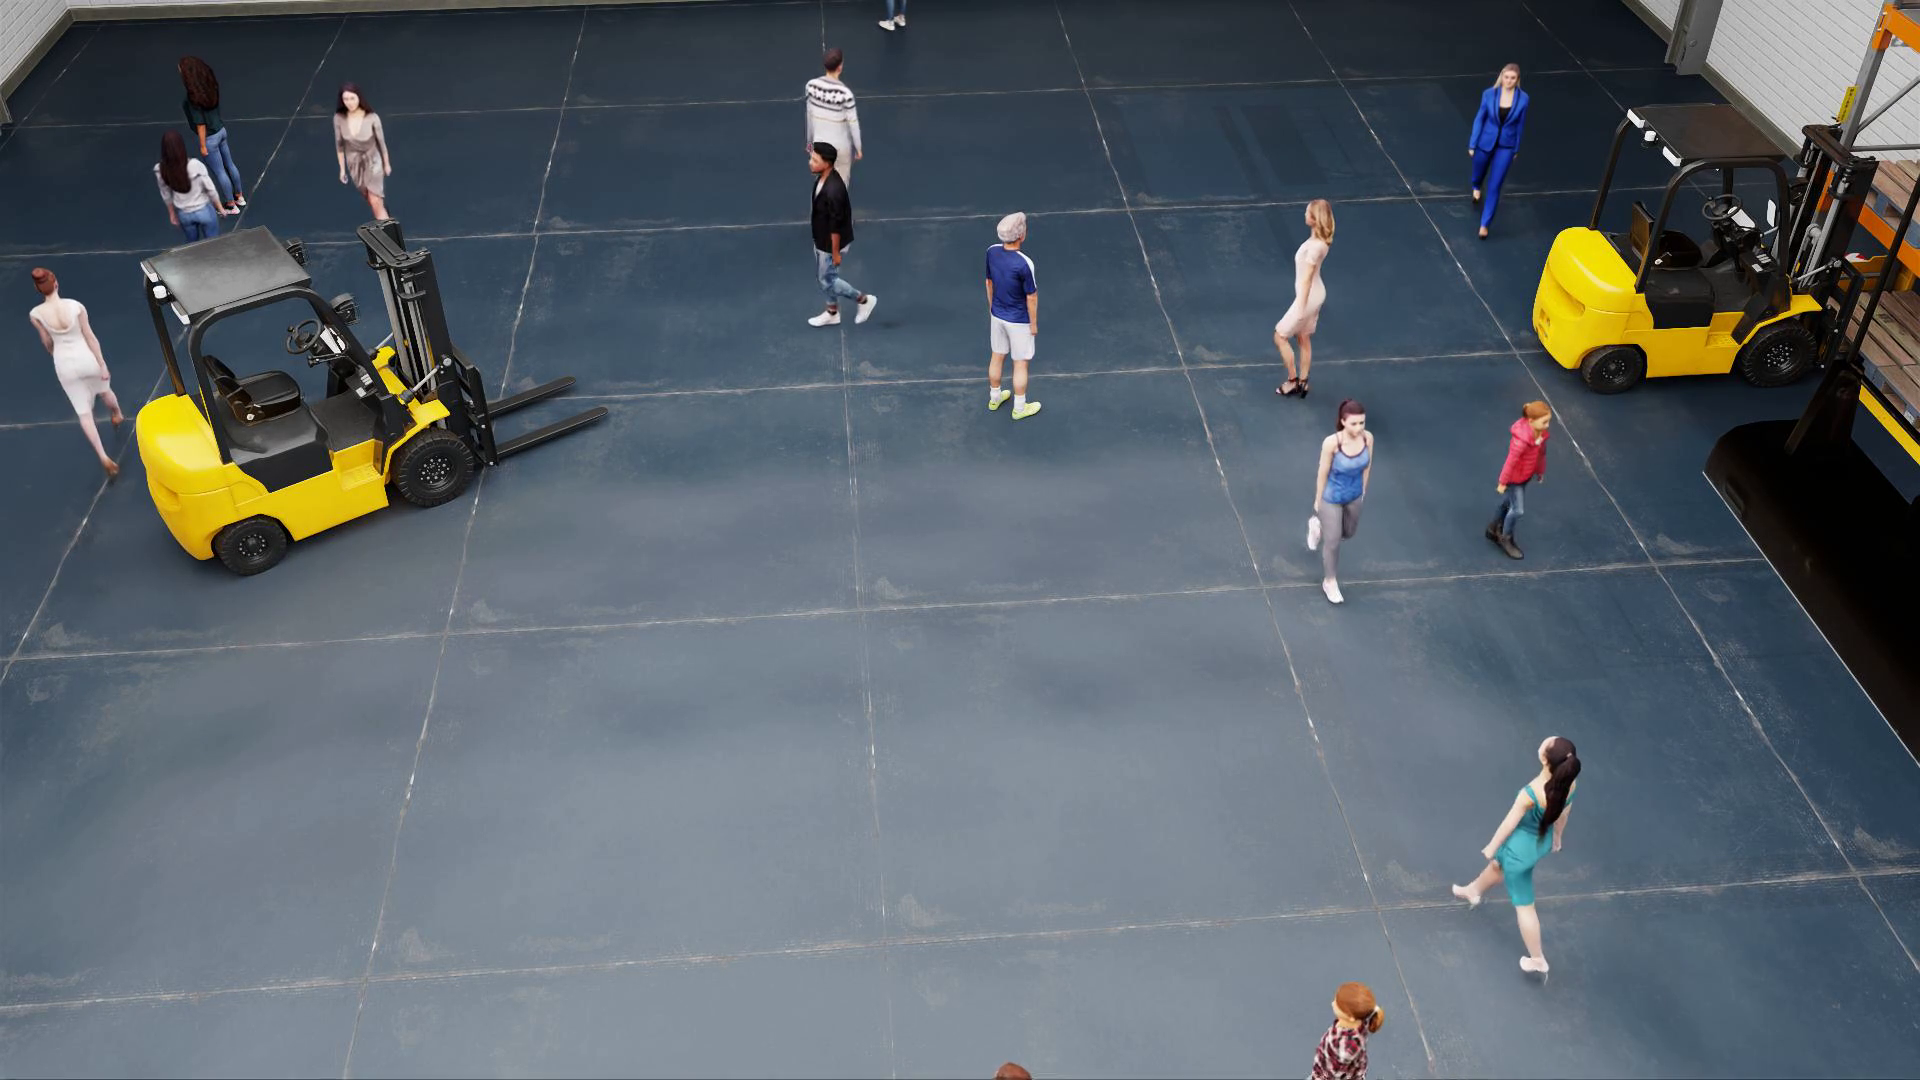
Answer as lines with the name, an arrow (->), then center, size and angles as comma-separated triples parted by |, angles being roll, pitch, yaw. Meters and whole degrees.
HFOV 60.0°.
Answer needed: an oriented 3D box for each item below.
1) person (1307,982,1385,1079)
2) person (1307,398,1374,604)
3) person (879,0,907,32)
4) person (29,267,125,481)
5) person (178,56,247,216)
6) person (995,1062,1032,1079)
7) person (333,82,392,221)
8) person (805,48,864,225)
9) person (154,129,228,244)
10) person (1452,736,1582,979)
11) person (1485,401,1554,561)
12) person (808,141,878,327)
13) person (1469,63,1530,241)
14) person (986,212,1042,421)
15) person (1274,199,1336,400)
person -> 1.984, 2.694, 8.352 | 0.842, 1.289, 0.911 | 14, 41, 17
person -> 2.694, -0.339, 11.905 | 0.683, 1.594, 0.967 | -11, 40, -13
person -> -0.807, -7.079, 20.309 | 0.706, 1.639, 0.744 | -31, 48, -32
person -> -6.862, -1.251, 12.931 | 0.754, 1.740, 1.144 | -12, 40, -14
person -> -7.427, -4.022, 16.499 | 0.714, 1.617, 0.603 | 5, 39, 7
person -> 0.269, 2.963, 8.093 | 0.604, 1.192, 0.543 | 29, 47, 31
person -> -5.648, -3.549, 15.835 | 0.626, 1.707, 1.100 | -1, 39, -1
person -> -1.271, -3.791, 16.034 | 0.819, 1.837, 0.836 | 18, 42, 21
person -> -6.960, -2.939, 15.139 | 0.609, 1.622, 0.569 | -3, 39, -4
person -> 3.185, 1.778, 9.218 | 0.848, 1.640, 1.087 | -19, 42, -22
person -> 4.094, -0.503, 12.341 | 0.672, 1.307, 0.731 | -28, 47, -31
person -> -1.052, -2.683, 14.681 | 0.811, 1.795, 0.821 | -7, 39, -9
person -> 5.222, -3.858, 16.247 | 0.882, 1.676, 1.169 | 10, 40, 12
person -> 0.422, -1.833, 13.580 | 0.720, 1.839, 0.774 | 26, 46, 29
person -> 2.941, -1.940, 13.729 | 0.765, 1.820, 0.670 | 18, 42, 21
